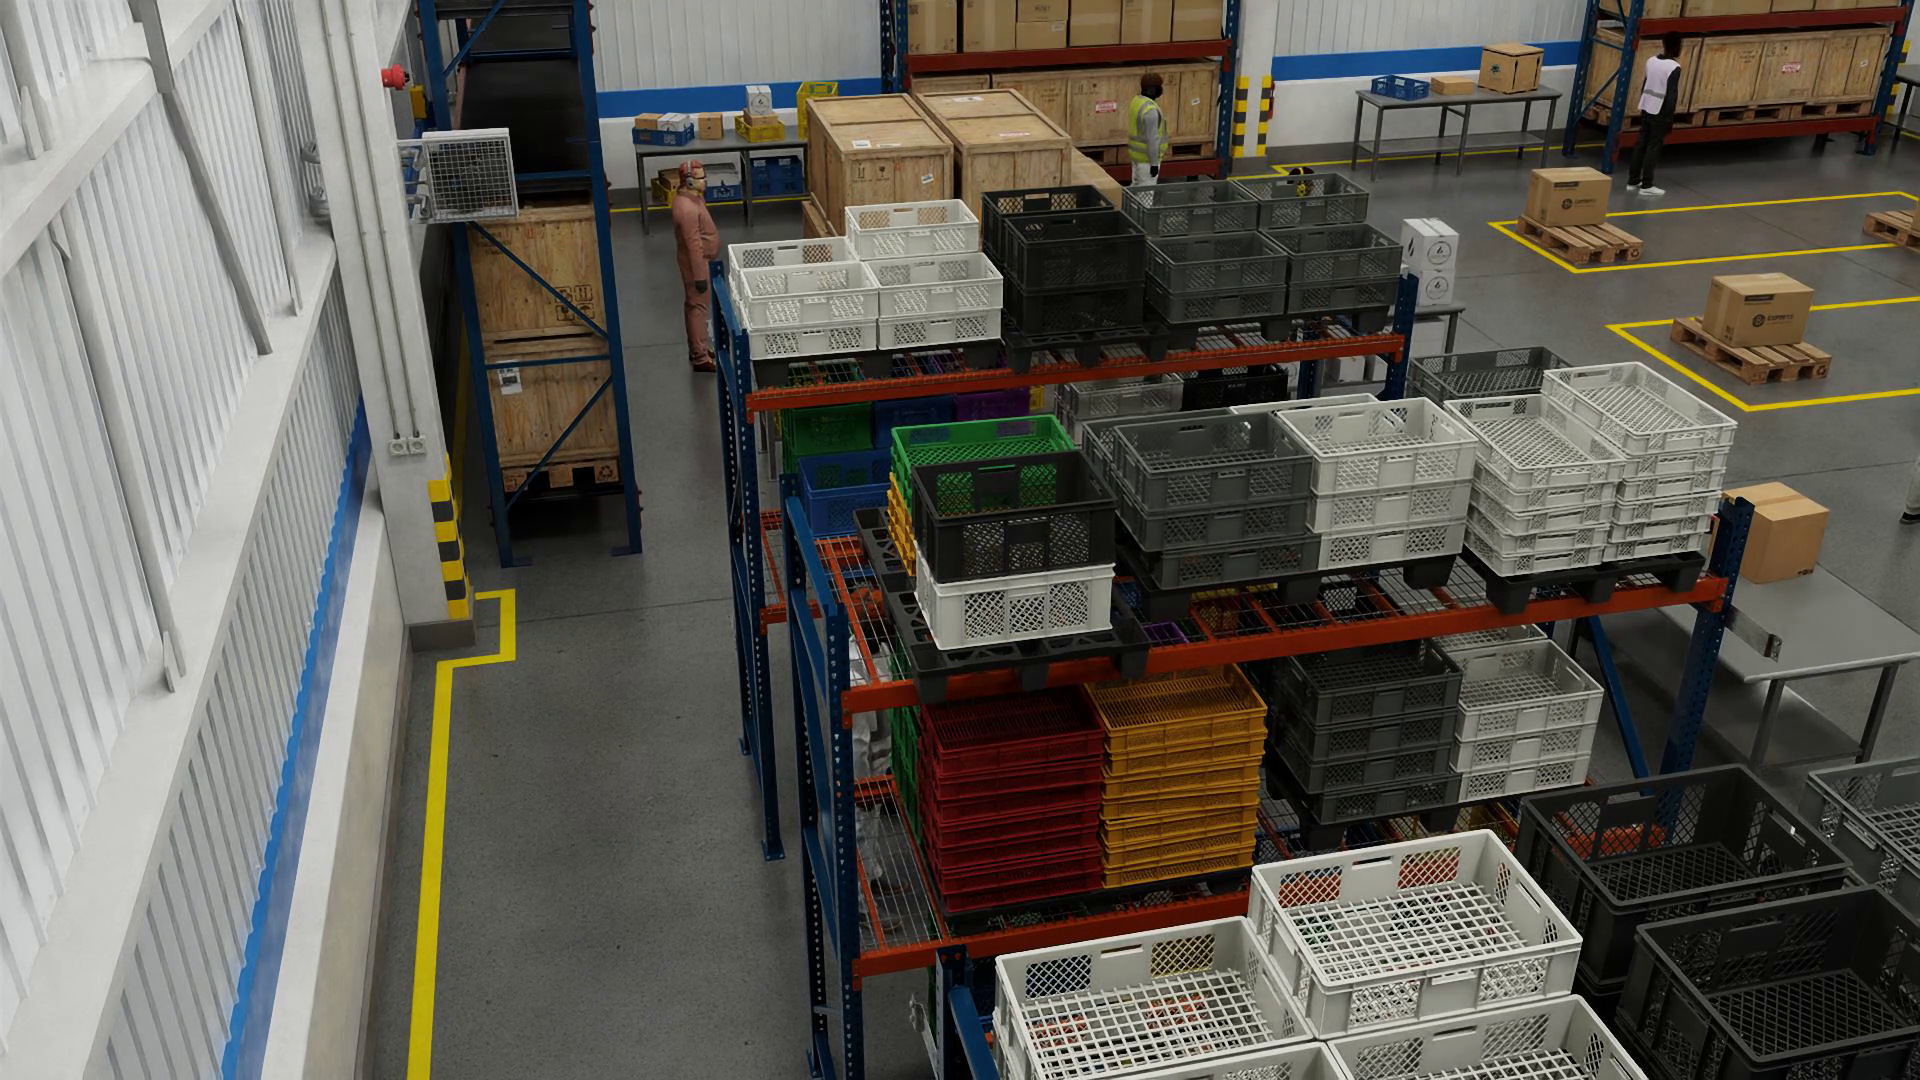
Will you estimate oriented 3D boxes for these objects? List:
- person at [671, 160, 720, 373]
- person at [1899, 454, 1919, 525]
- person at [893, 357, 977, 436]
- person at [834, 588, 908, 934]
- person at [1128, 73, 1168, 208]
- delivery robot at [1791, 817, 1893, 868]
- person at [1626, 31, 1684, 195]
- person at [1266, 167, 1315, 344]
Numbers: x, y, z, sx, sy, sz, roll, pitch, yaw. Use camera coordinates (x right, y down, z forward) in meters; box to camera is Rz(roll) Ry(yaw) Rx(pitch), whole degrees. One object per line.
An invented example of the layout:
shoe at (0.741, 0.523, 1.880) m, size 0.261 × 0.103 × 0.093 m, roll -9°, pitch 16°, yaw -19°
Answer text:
person at (-2.347, -2.464, 14.952) m, size 0.408 × 1.908 × 0.644 m, roll -6°, pitch 28°, yaw -12°
person at (7.249, -0.888, 12.033) m, size 0.404 × 1.837 × 0.593 m, roll -6°, pitch 28°, yaw -12°
person at (-0.112, -0.237, 10.733) m, size 0.744 × 1.906 × 0.381 m, roll 15°, pitch 31°, yaw 26°
person at (-0.445, 1.074, 8.264) m, size 0.361 × 1.883 × 0.574 m, roll 4°, pitch 28°, yaw 7°
person at (2.071, -4.223, 18.356) m, size 0.428 × 1.844 × 0.626 m, roll -6°, pitch 28°, yaw -12°
delivery robot at (4.523, 1.697, 8.398) m, size 0.477 × 0.478 × 0.707 m, roll -6°, pitch 28°, yaw -12°
person at (8.377, -5.134, 20.015) m, size 0.390 × 1.911 × 0.606 m, roll -7°, pitch 29°, yaw -13°
person at (2.971, -2.417, 14.901) m, size 0.326 × 1.871 × 0.520 m, roll -6°, pitch 28°, yaw -12°
